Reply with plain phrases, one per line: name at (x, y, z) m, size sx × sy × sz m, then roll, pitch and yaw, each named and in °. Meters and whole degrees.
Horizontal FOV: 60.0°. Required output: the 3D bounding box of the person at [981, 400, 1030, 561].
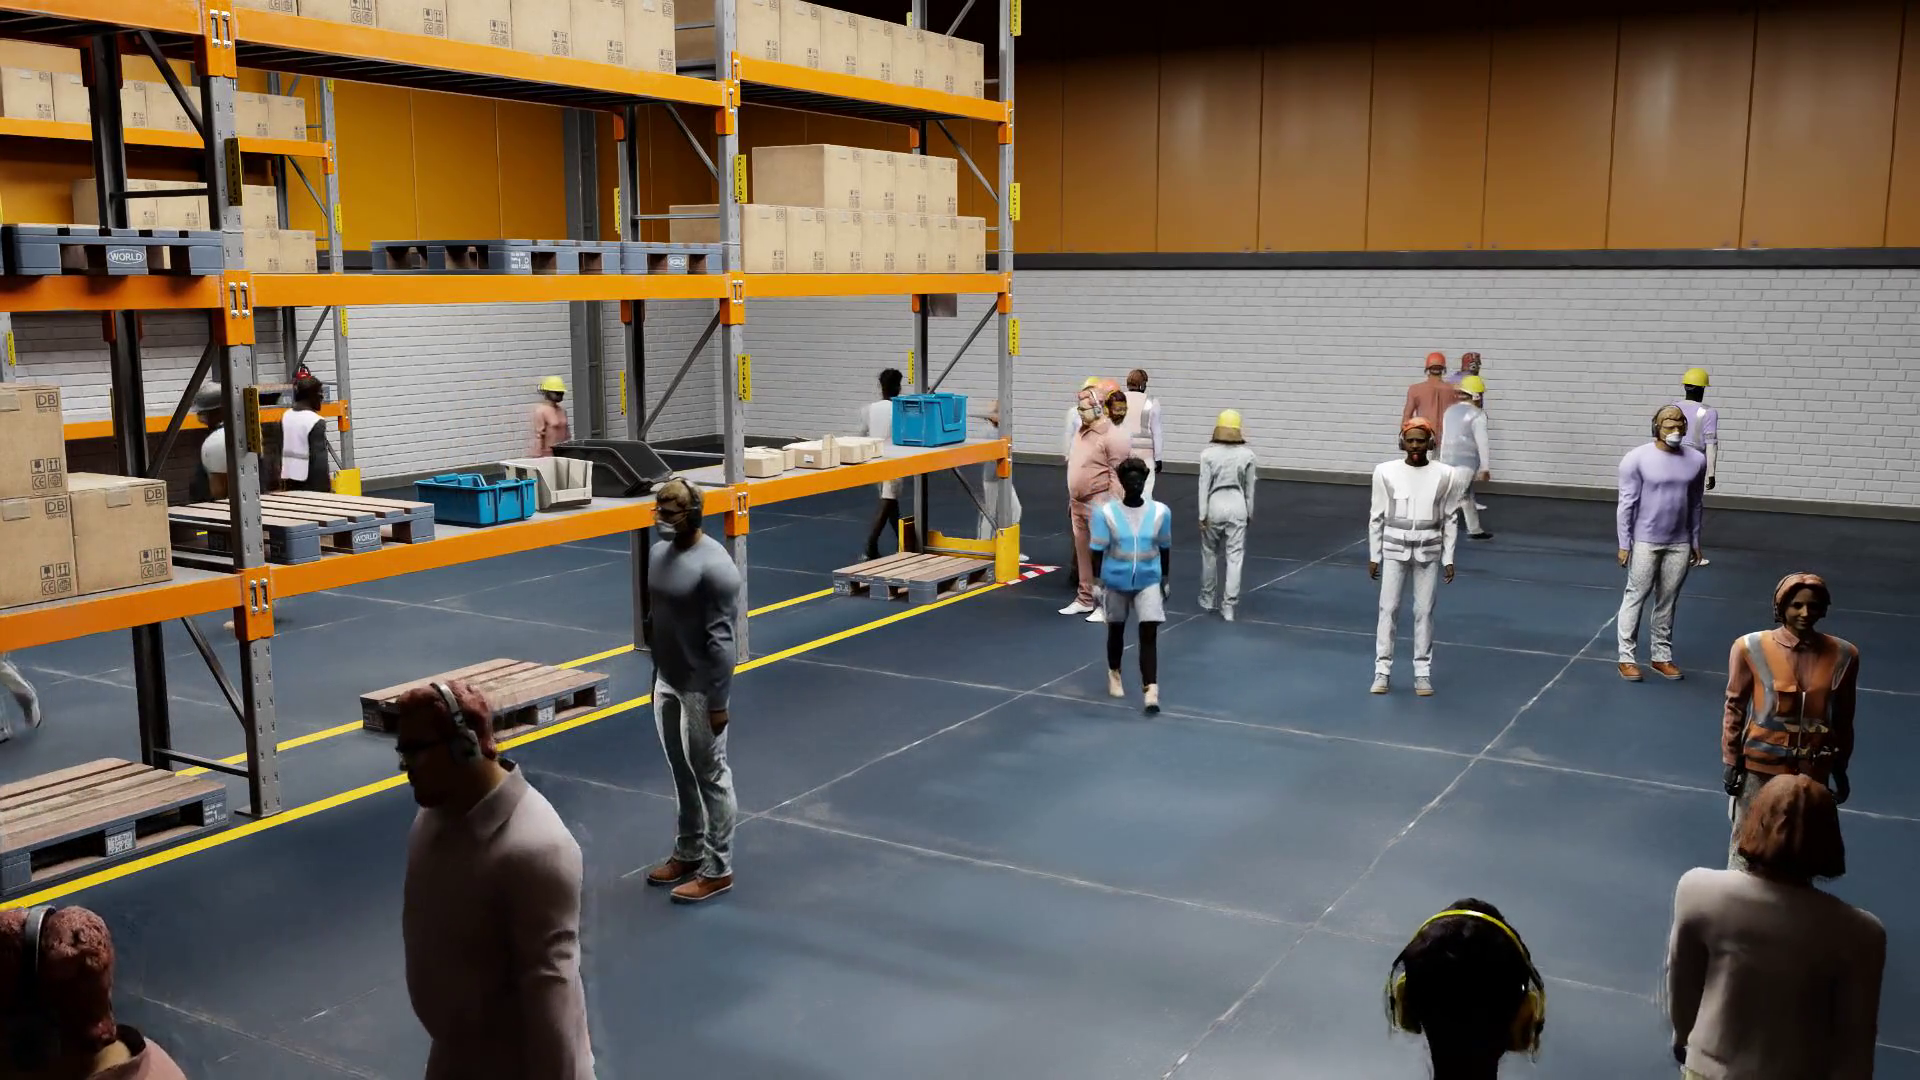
person at (0.449, -0.557, 16.217) m, size 0.581 × 1.615 × 0.511 m, roll 4°, pitch 10°, yaw 21°

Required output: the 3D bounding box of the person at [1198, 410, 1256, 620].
person at (2.197, -0.230, 13.866) m, size 0.503 × 1.703 × 0.822 m, roll -1°, pitch 9°, yaw -4°

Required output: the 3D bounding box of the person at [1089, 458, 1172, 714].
person at (1.116, 0.284, 10.851) m, size 0.551 × 1.641 × 0.886 m, roll 0°, pitch 9°, yaw -1°

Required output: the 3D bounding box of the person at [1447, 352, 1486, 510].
person at (6.095, -1.316, 20.062) m, size 0.402 × 1.904 × 0.684 m, roll -2°, pitch 9°, yaw -13°

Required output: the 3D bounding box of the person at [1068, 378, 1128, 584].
person at (1.283, -0.533, 15.269) m, size 0.546 × 1.900 × 0.970 m, roll 5°, pitch 10°, yaw 29°

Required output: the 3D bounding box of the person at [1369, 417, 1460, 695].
person at (3.049, 0.112, 11.214) m, size 0.574 × 1.882 × 0.358 m, roll 2°, pitch 9°, yaw 14°

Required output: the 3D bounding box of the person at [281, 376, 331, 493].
person at (-5.999, -0.553, 15.295) m, size 0.630 × 1.901 × 0.469 m, roll 7°, pitch 12°, yaw 38°

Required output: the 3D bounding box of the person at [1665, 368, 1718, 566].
person at (7.097, -0.712, 16.217) m, size 0.382 × 1.924 × 0.594 m, roll -7°, pitch 11°, yaw -37°

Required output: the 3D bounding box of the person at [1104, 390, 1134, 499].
person at (1.343, -0.378, 14.406) m, size 0.597 × 1.835 × 0.677 m, roll -6°, pitch 11°, yaw -34°

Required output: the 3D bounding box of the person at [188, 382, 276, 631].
person at (-5.790, -0.275, 13.135) m, size 0.542 × 2.000 × 0.714 m, roll -3°, pitch 9°, yaw -15°

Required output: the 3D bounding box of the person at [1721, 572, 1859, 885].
person at (3.379, 0.938, 6.815) m, size 0.512 × 1.641 × 0.307 m, roll 1°, pitch 9°, yaw 7°

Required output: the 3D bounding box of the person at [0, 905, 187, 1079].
person at (-1.363, 1.484, 2.699) m, size 0.944 × 1.868 × 0.650 m, roll -3°, pitch 10°, yaw -20°

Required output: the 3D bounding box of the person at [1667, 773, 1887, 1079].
person at (2.074, 1.367, 4.275) m, size 0.510 × 1.593 × 0.828 m, roll 7°, pitch 11°, yaw 35°

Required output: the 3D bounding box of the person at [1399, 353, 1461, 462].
person at (5.384, -1.166, 19.053) m, size 0.614 × 1.944 × 1.030 m, roll 0°, pitch 9°, yaw -1°

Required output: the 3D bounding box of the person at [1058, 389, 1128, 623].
person at (1.075, -0.282, 13.626) m, size 0.406 × 1.901 × 0.639 m, roll -5°, pitch 11°, yaw -30°

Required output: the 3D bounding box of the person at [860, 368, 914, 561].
person at (-0.700, -0.745, 16.476) m, size 0.623 × 1.919 × 1.023 m, roll 6°, pitch 11°, yaw 35°

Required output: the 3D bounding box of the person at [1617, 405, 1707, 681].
person at (4.880, 0.021, 11.604) m, size 0.633 × 1.938 × 0.356 m, roll -1°, pitch 9°, yaw -8°

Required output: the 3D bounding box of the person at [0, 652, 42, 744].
person at (-5.910, 0.440, 9.973) m, size 0.554 × 1.610 × 0.412 m, roll 0°, pitch 9°, yaw 3°

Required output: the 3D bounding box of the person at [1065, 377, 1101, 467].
person at (1.401, -0.926, 18.215) m, size 0.536 × 1.726 × 0.896 m, roll 2°, pitch 9°, yaw 13°

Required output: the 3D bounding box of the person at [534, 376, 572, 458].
person at (-4.439, -0.906, 18.005) m, size 0.479 × 1.749 × 0.526 m, roll 3°, pitch 10°, yaw 20°

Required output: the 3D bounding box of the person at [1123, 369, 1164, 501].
person at (1.854, -0.882, 17.543) m, size 0.633 × 1.841 × 0.429 m, roll 5°, pitch 10°, yaw 27°

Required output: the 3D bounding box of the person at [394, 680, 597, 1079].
person at (-1.164, 1.268, 4.081) m, size 0.777 × 1.843 × 0.979 m, roll 9°, pitch 12°, yaw 43°

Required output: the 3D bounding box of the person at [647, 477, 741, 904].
person at (-1.227, 0.669, 7.580) m, size 0.371 × 1.934 × 0.630 m, roll -7°, pitch 12°, yaw -39°

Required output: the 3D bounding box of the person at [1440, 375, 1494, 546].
person at (5.242, -0.828, 17.397) m, size 0.927 × 1.791 × 0.608 m, roll -3°, pitch 10°, yaw -19°

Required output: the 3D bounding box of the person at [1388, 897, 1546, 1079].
person at (0.858, 1.494, 2.797) m, size 0.525 × 1.824 × 0.946 m, roll 7°, pitch 11°, yaw 37°
